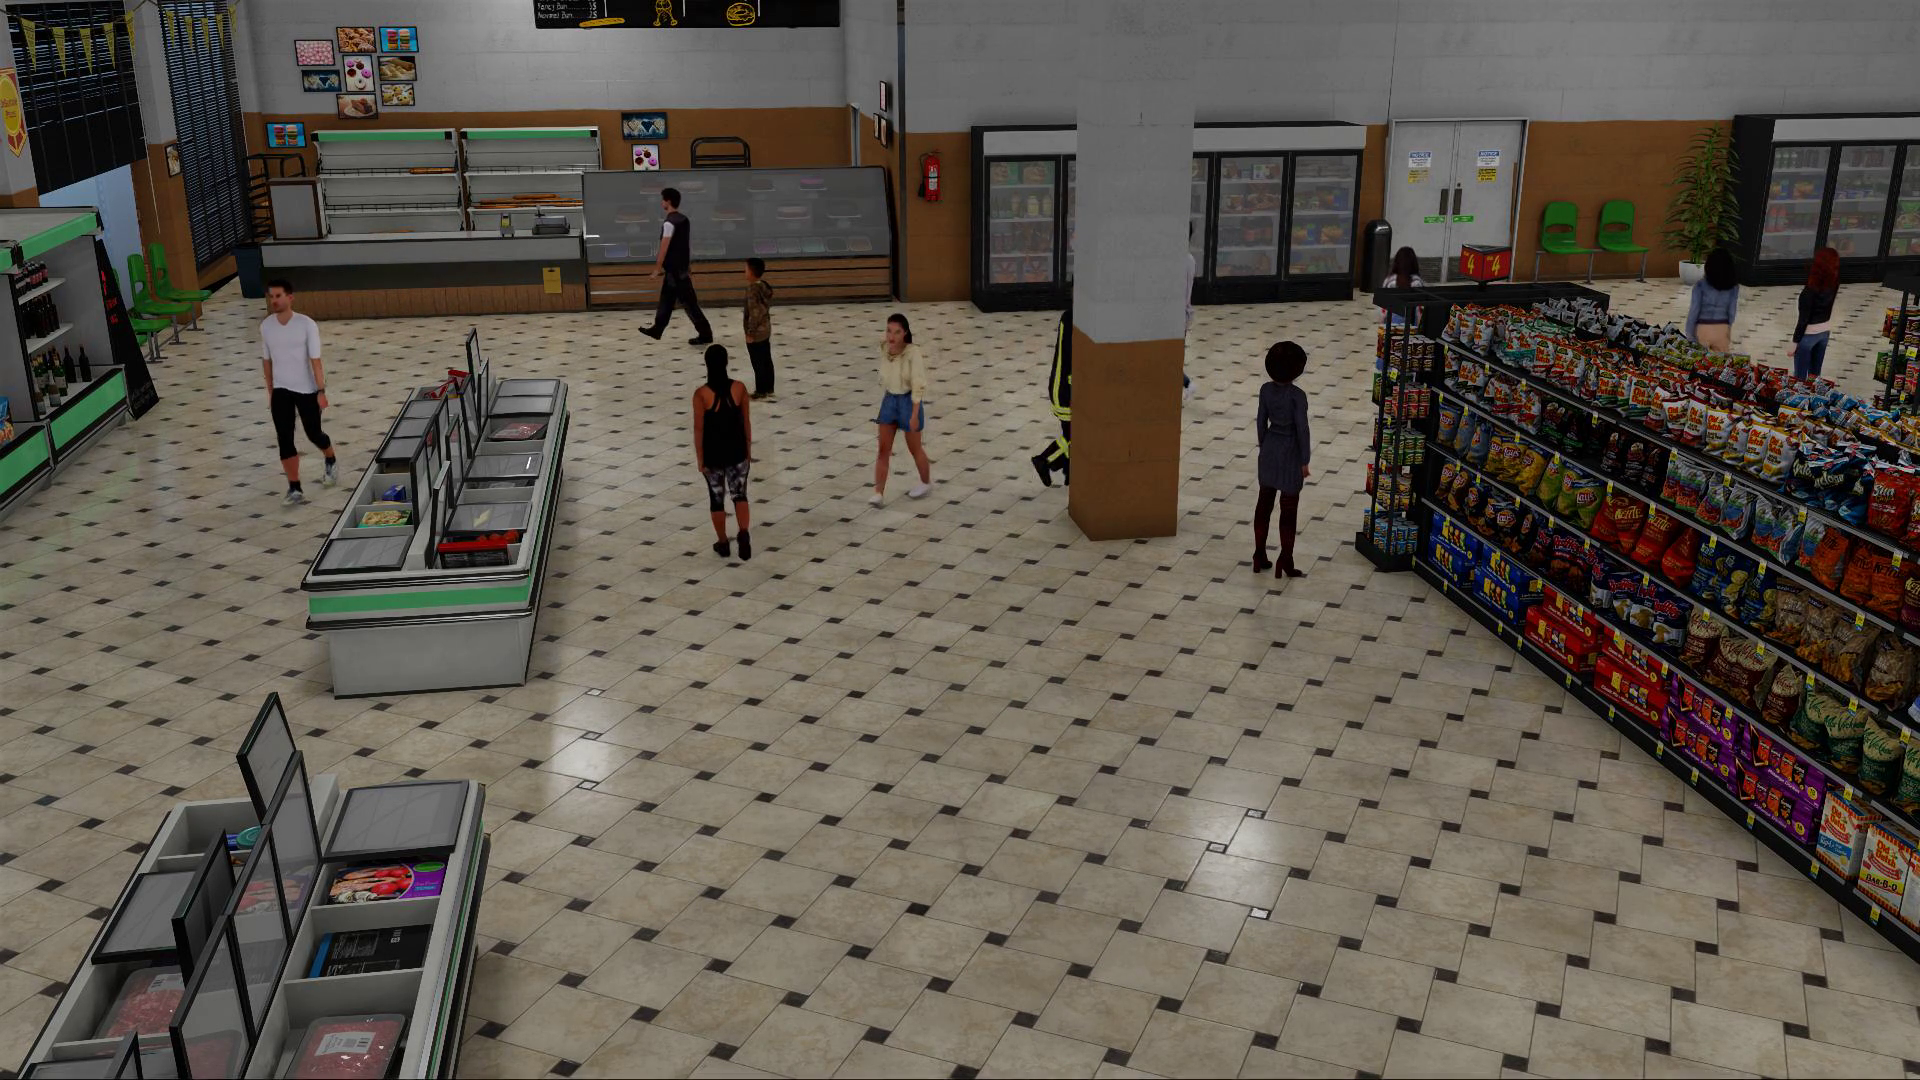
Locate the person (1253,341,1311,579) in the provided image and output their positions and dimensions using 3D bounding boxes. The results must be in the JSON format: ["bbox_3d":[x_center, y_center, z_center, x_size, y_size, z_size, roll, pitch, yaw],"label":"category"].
[{"bbox_3d":[2.299,-0.575,11.915,0.726,1.711,0.621,-16,24,-39],"label":"person"}]

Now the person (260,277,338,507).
[{"bbox_3d":[-5.435,-1.243,13.723,0.851,1.823,1.218,1,19,2],"label":"person"}]

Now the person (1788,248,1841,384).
[{"bbox_3d":[7.979,-1.853,15.588,0.629,1.787,0.629,-9,21,-24],"label":"person"}]

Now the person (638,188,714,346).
[{"bbox_3d":[-3.206,-3.129,19.352,0.975,1.798,1.208,2,19,7],"label":"person"}]

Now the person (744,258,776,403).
[{"bbox_3d":[-2.054,-2.156,17.006,0.729,1.455,0.639,6,20,18],"label":"person"}]

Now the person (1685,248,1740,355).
[{"bbox_3d":[7.018,-1.798,15.527,0.947,1.720,1.214,5,19,16],"label":"person"}]

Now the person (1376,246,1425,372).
[{"bbox_3d":[4.429,-2.133,16.697,0.681,1.608,0.671,2,19,7],"label":"person"}]

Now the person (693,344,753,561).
[{"bbox_3d":[-1.696,-0.612,12.128,0.685,1.644,0.970,-7,20,-20],"label":"person"}]

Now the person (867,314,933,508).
[{"bbox_3d":[-0.426,-1.065,13.571,1.077,1.582,1.150,14,23,36],"label":"person"}]
